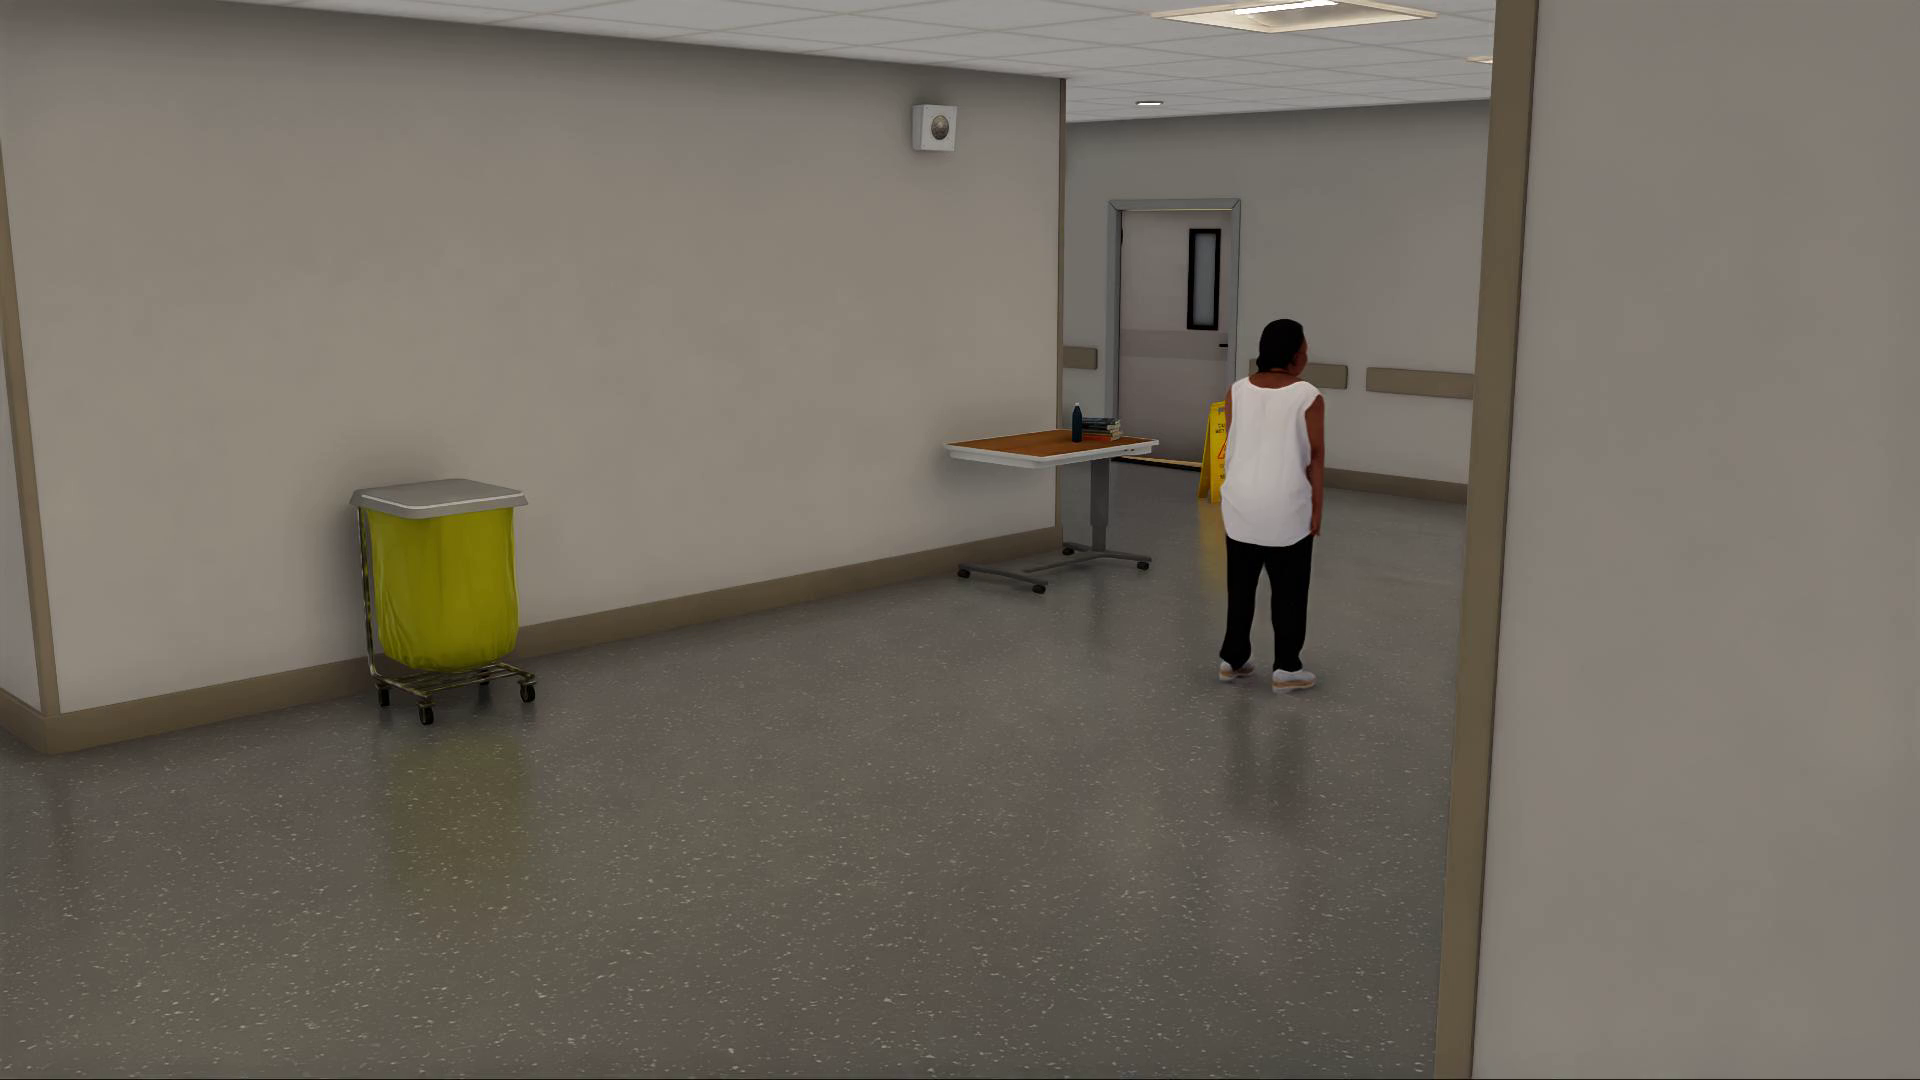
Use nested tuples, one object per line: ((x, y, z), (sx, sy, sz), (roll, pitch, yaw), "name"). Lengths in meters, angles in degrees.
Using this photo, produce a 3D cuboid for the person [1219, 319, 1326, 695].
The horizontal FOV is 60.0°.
((1.417, -0.164, 7.584), (0.559, 1.680, 0.711), (10, 14, 41), "person")
